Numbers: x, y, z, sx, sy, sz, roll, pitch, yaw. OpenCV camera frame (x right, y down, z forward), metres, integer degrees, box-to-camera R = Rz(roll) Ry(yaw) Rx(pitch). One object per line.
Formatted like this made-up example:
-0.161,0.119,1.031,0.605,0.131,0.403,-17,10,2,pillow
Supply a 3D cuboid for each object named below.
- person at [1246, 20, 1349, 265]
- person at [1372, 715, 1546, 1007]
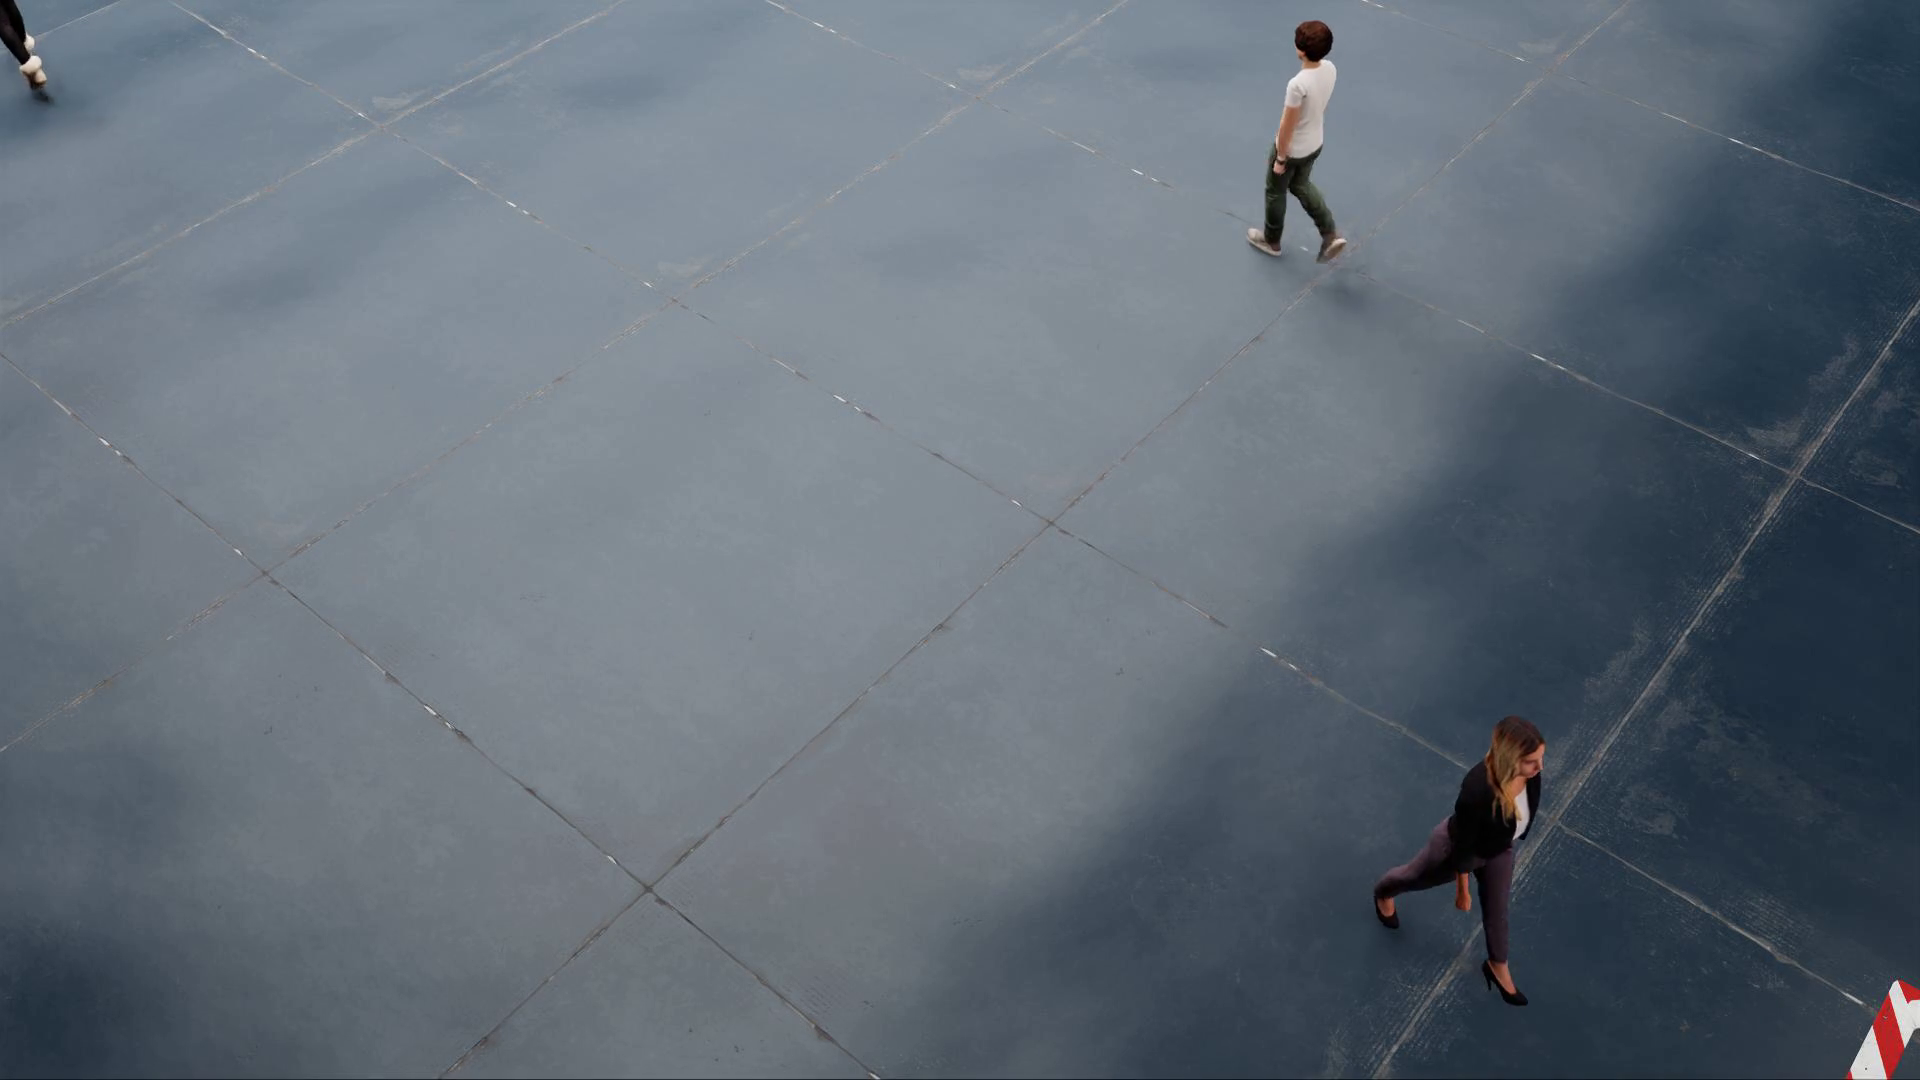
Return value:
2.117,-2.351,10.125,0.631,1.635,0.960,-35,56,-28,person
2.011,1.213,6.830,0.782,1.634,1.092,-27,53,-23,person
